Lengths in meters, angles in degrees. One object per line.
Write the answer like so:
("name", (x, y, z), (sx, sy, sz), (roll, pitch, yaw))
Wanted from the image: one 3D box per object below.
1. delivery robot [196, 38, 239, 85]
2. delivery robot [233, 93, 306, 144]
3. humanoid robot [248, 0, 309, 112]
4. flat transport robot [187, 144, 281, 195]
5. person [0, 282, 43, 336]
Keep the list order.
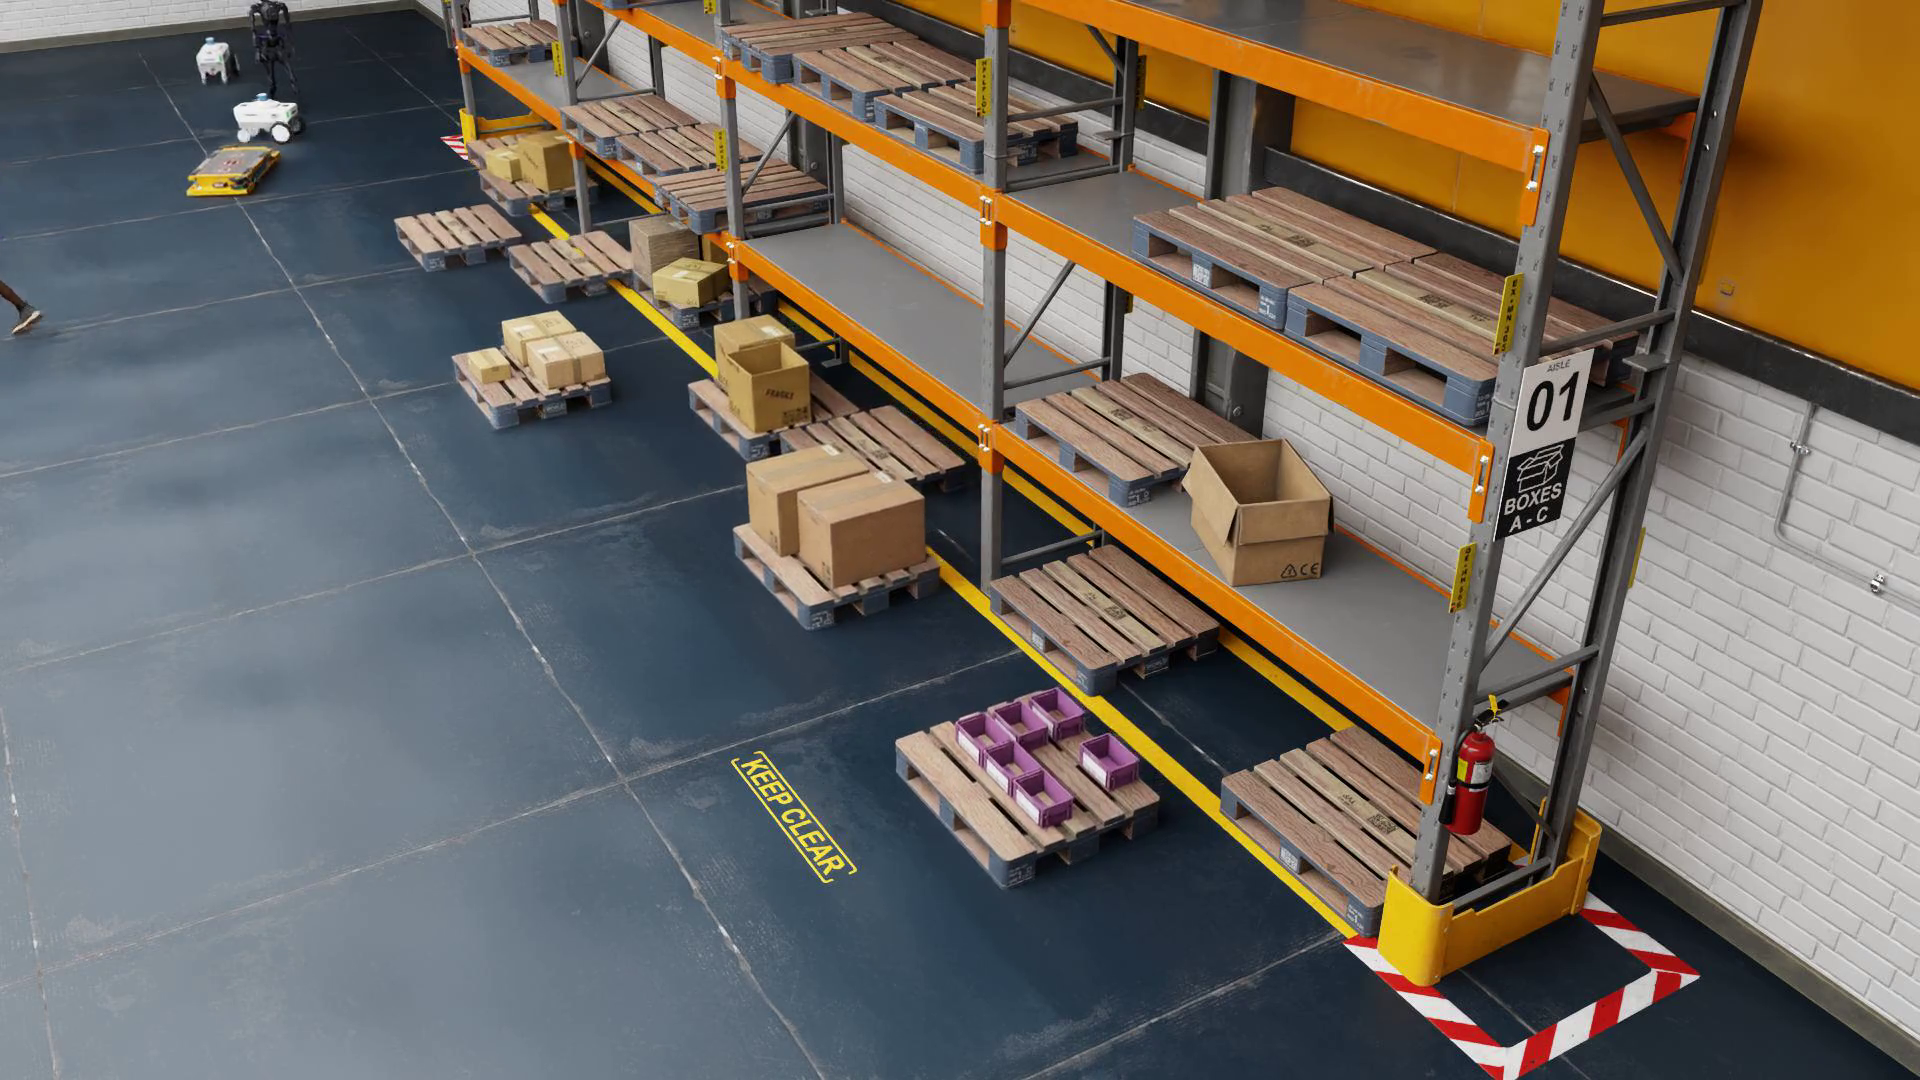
("delivery robot", (-10.367, -6.672, 23.136), (0.499, 0.610, 0.814), (-7, 30, -12))
("delivery robot", (-8.540, -5.207, 20.526), (0.789, 0.587, 0.499), (1, 30, 1))
("humanoid robot", (-8.845, -6.357, 21.442), (0.602, 1.642, 0.589), (24, 37, 35))
("flat transport robot", (-8.359, -4.264, 19.159), (0.659, 0.231, 1.431), (-3, 30, -5))
("person", (-8.765, -2.663, 14.658), (0.836, 1.926, 0.633), (-2, 30, -3))
